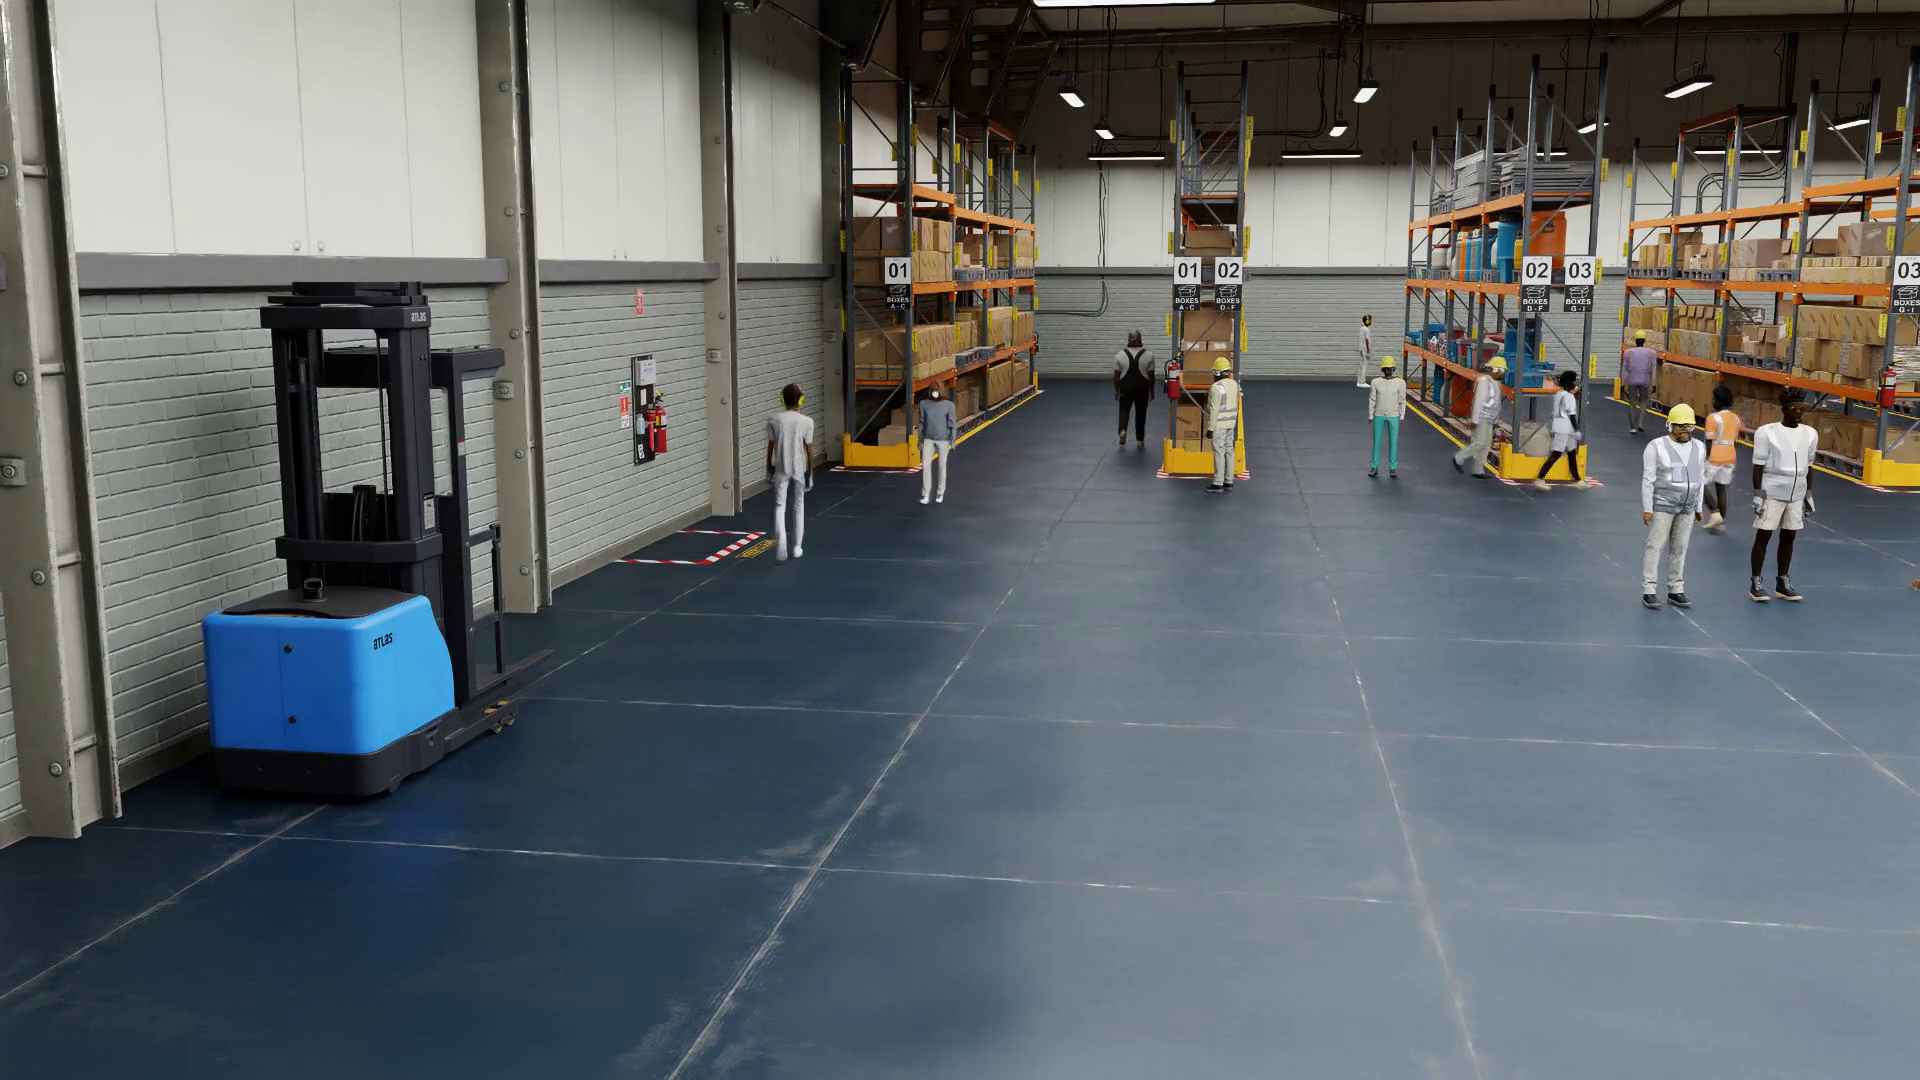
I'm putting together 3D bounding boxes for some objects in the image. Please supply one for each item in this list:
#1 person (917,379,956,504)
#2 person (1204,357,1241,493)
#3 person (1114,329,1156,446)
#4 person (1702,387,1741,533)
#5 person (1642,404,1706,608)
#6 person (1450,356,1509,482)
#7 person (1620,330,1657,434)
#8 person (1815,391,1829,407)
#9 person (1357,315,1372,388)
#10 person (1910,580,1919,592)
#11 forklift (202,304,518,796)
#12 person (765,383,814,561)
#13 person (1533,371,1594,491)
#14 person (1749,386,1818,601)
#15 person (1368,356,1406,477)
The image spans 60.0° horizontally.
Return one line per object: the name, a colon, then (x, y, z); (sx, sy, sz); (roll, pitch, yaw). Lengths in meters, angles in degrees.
person: (-0.325, -1.252, 21.385); (0.532, 1.601, 0.752); (2, 9, 11)
person: (3.563, -1.576, 22.722); (0.403, 1.835, 0.587); (9, 13, 43)
person: (2.998, -2.590, 28.470); (0.702, 2.000, 0.570); (2, 9, 11)
person: (8.699, -0.918, 19.108); (0.562, 1.682, 0.365); (-5, 10, -28)
person: (6.405, -0.308, 14.904); (0.592, 1.832, 0.404); (-1, 9, -9)
person: (7.511, -1.752, 23.957); (0.686, 1.786, 0.628); (6, 11, 32)
person: (12.587, -2.938, 30.875); (0.623, 1.905, 0.611); (3, 10, 19)
person: (19.081, -3.736, 36.662); (0.518, 1.621, 0.336); (4, 10, 24)
person: (10.494, -4.891, 43.058); (0.312, 1.869, 0.529); (-1, 9, -6)
person: (9.268, -0.404, 15.264); (0.615, 1.917, 0.898); (-2, 9, -12)
forklift: (-3.673, -0.038, 10.147); (1.129, 2.768, 1.873); (1, 9, 9)
person: (-1.776, -0.706, 17.306); (0.522, 1.849, 0.782); (-1, 9, -4)
person: (8.267, -1.490, 22.737); (0.838, 1.659, 0.535); (2, 9, 10)
person: (7.524, -0.423, 15.203); (0.600, 1.967, 0.369); (-1, 9, -6)
person: (6.255, -1.810, 24.373); (0.528, 1.767, 0.329); (4, 10, 21)
